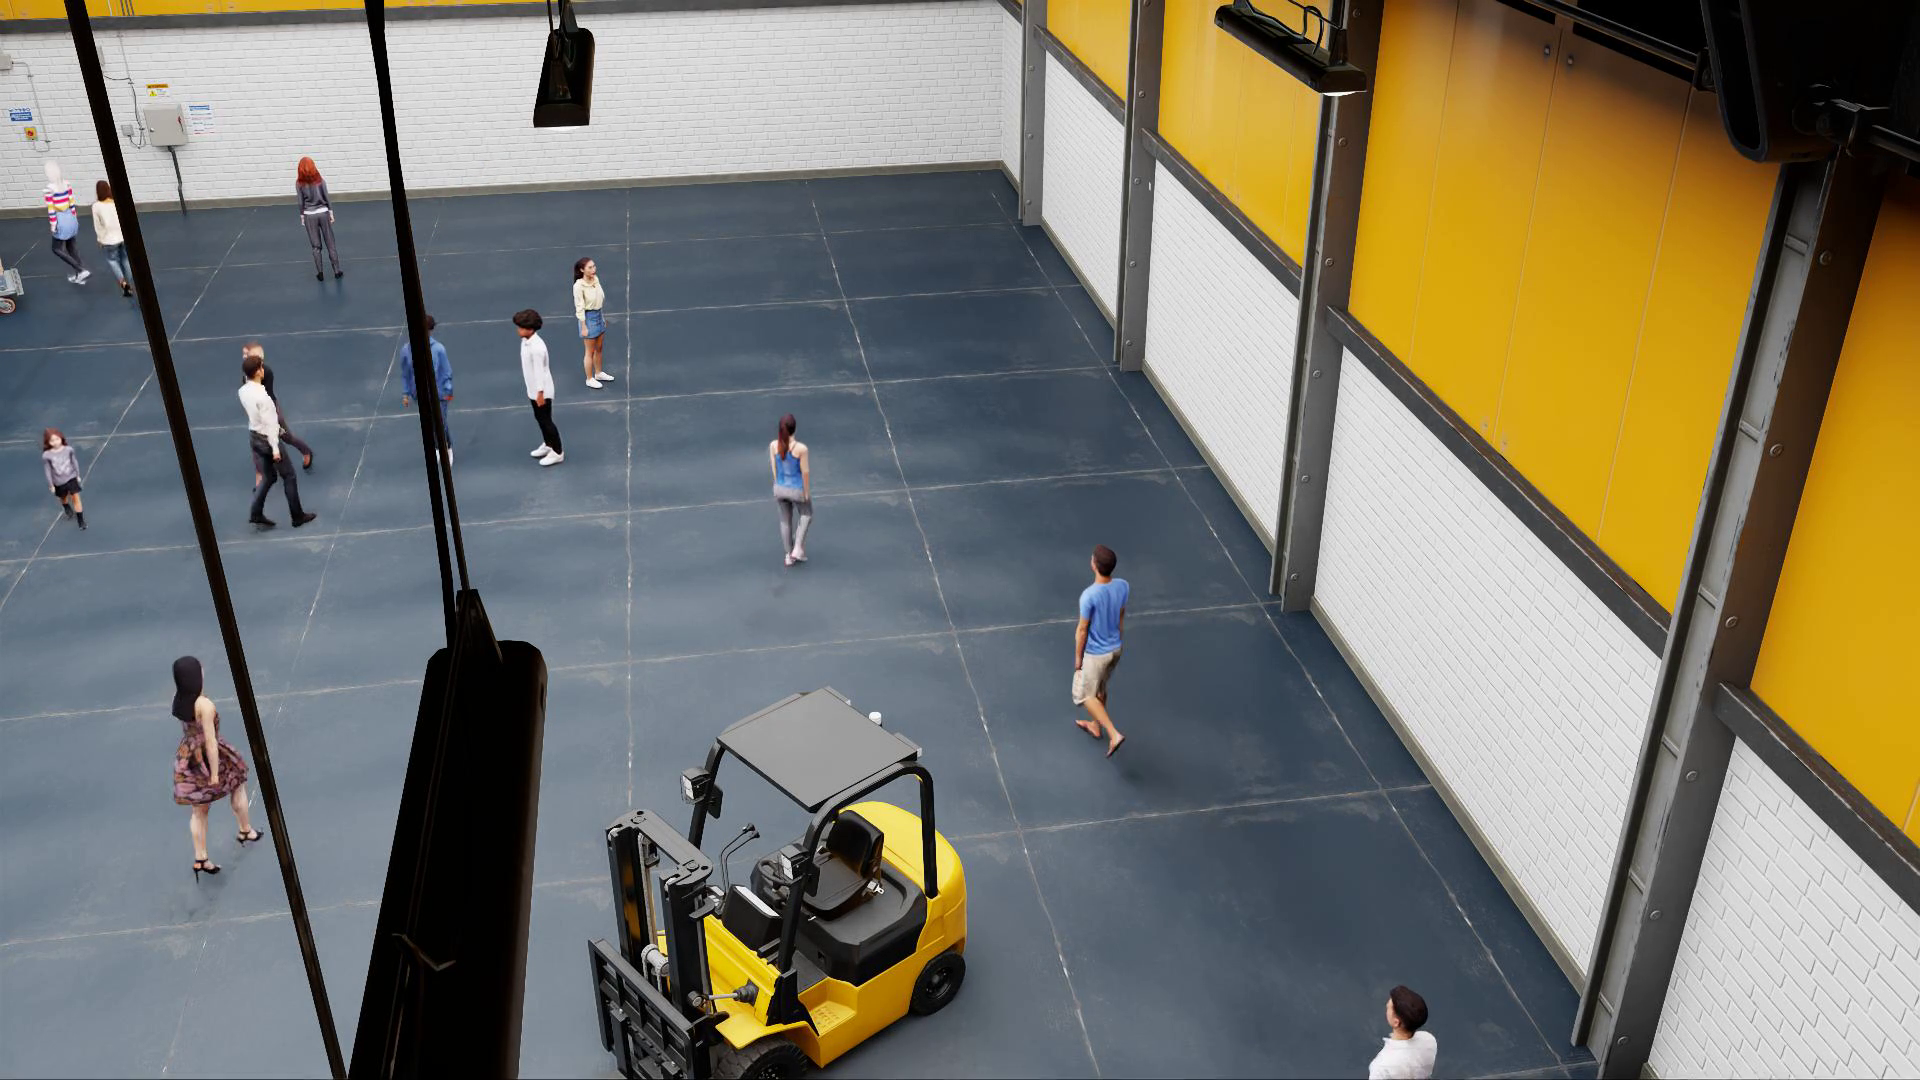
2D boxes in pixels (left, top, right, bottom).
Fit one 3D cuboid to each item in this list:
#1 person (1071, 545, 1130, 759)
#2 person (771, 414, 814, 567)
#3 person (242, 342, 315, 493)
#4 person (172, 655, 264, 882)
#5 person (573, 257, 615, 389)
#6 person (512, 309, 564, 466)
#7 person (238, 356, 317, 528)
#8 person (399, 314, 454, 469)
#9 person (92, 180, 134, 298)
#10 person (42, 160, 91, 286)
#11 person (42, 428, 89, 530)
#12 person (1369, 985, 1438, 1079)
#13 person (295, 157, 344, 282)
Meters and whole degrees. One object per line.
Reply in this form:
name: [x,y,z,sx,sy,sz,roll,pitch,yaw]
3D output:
person: [1.186,0.934,13.538,0.895,1.843,1.074,-19,34,-31]
person: [-1.683,-0.455,16.339,0.666,1.601,0.716,6,29,12]
person: [-7.394,-1.372,17.978,0.967,1.641,1.094,15,32,25]
person: [-5.590,1.718,12.227,0.858,1.723,0.978,15,32,26]
person: [-4.520,-2.685,20.395,0.788,1.631,0.677,11,31,20]
person: [-4.661,-1.711,18.429,0.763,1.804,0.627,-15,32,-26]
person: [-7.157,-0.958,16.997,0.973,1.853,1.027,23,36,36]
person: [-5.842,-1.673,18.376,0.742,1.789,0.700,3,29,6]
person: [-11.662,-4.132,23.008,0.787,1.669,0.890,-18,33,-29]
person: [-12.574,-4.453,23.458,0.865,1.802,0.787,8,30,14]
person: [-9.315,-0.664,17.263,0.709,1.083,0.856,-21,35,-33]
person: [2.468,3.309,9.181,1.041,1.847,1.267,-23,36,-36]
person: [-9.178,-4.592,23.736,0.622,1.779,0.545,-10,30,-18]
